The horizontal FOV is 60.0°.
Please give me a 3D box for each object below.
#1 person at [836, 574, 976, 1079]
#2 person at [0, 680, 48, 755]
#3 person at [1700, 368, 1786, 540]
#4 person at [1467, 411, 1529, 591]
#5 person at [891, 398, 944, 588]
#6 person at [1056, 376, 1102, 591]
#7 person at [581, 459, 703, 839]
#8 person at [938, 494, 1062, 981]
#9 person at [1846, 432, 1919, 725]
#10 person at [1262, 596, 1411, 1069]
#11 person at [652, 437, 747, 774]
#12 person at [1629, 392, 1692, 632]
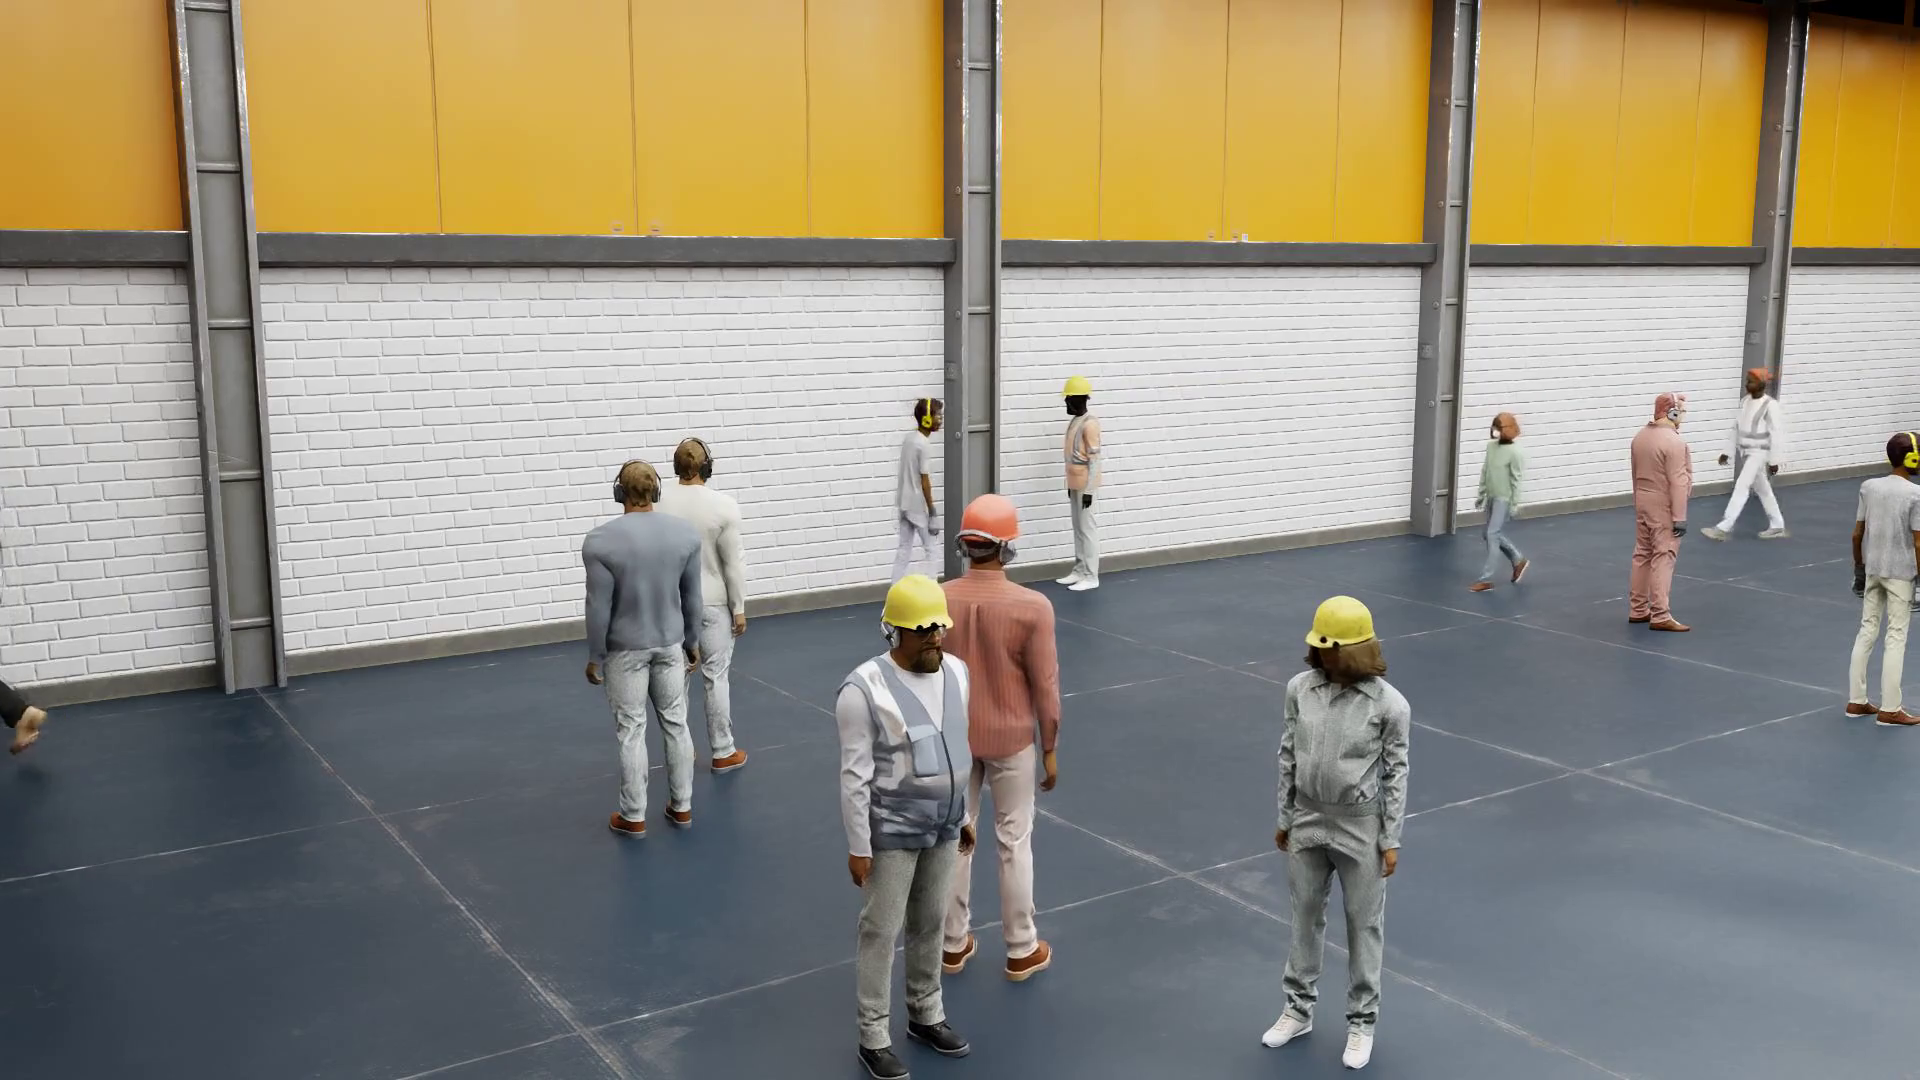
[{"bbox_3d":[-0.165,1.019,5.991,0.599,1.830,0.403,-9,13,-43],"label":"person"},{"bbox_3d":[-5.680,0.351,9.390,0.654,2.000,0.694,-3,10,-15],"label":"person"},{"bbox_3d":[8.371,-0.898,17.580,1.001,1.833,0.580,0,9,-1],"label":"person"},{"bbox_3d":[4.855,-0.353,14.899,0.666,1.613,0.529,-2,10,-13],"label":"person"},{"bbox_3d":[-0.319,-0.228,13.499,0.531,1.843,0.493,-4,10,-24],"label":"person"},{"bbox_3d":[1.075,-0.507,14.905,0.388,1.927,0.589,-2,10,-12],"label":"person"},{"bbox_3d":[-1.610,0.552,8.486,0.635,1.937,0.353,-6,11,-32],"label":"person"},{"bbox_3d":[0.120,0.806,6.800,0.629,1.991,0.393,3,10,18],"label":"person"},{"bbox_3d":[5.916,0.243,10.575,0.313,1.865,0.528,-4,10,-21],"label":"person"},{"bbox_3d":[1.371,1.054,6.069,0.483,1.738,0.313,7,12,35],"label":"person"},{"bbox_3d":[-1.511,0.379,9.530,0.627,1.940,0.372,2,10,15],"label":"person"},{"bbox_3d":[5.624,-0.230,13.304,0.410,1.906,0.642,-1,10,-9],"label":"person"}]
